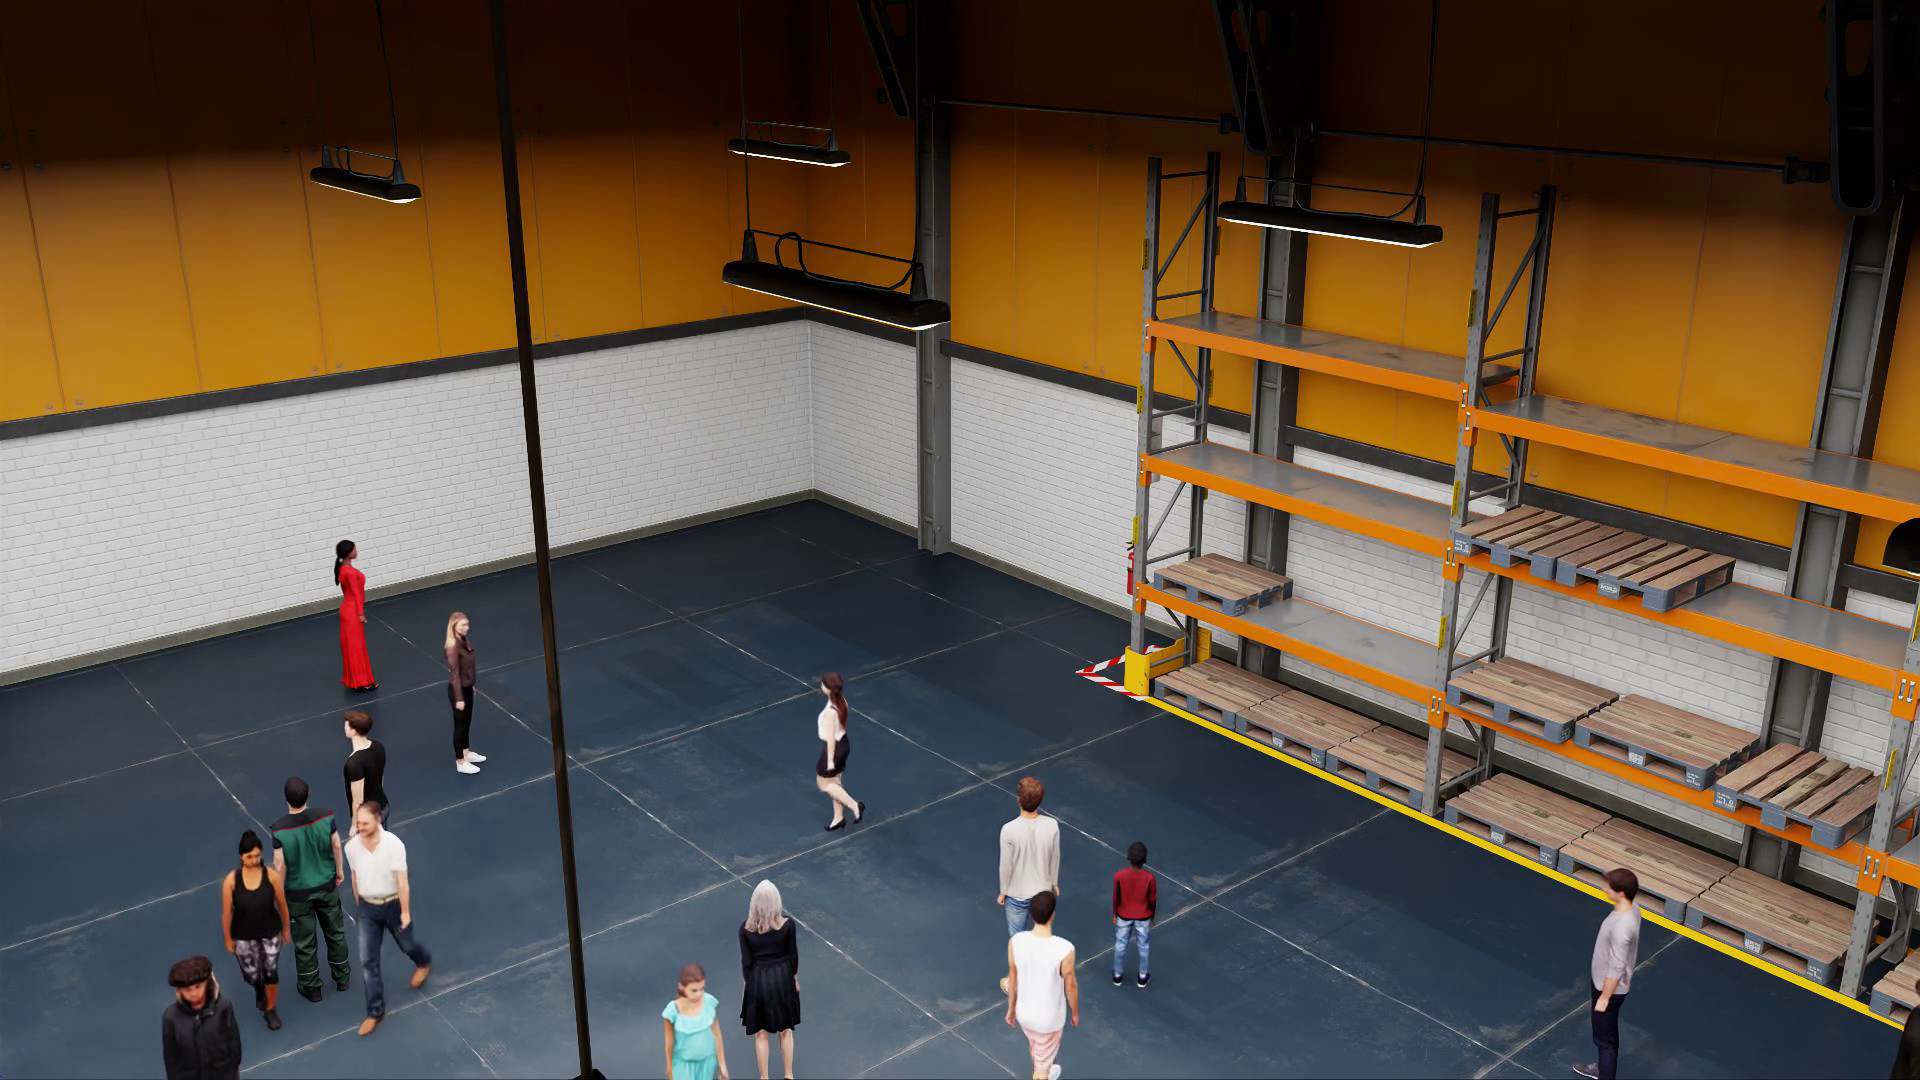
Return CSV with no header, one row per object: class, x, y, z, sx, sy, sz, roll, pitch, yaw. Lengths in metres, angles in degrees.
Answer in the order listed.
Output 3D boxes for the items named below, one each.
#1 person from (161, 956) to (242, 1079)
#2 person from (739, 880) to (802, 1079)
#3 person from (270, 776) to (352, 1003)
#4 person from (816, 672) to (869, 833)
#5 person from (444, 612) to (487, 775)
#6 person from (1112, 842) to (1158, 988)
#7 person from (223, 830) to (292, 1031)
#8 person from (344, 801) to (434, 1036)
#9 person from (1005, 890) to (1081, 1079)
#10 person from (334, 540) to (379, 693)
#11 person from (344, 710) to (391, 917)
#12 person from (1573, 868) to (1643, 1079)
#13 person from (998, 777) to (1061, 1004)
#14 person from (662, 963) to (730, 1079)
person,-5.024,3.524,11.043,0.686,1.762,0.726,-10,21,-26
person,-1.361,3.224,11.958,0.689,1.747,0.707,-4,19,-12
person,-5.139,2.737,13.161,0.663,1.901,0.559,-14,23,-36
person,-1.096,2.029,15.678,0.840,1.638,0.775,3,19,8
person,-5.109,1.540,17.027,0.728,1.703,0.656,1,19,2
person,1.399,3.006,13.378,0.573,1.252,0.636,2,19,6
person,-5.431,2.979,12.821,0.685,1.660,0.736,-11,22,-30
person,-4.436,2.832,13.007,1.226,1.819,1.221,3,19,9
person,0.534,3.342,11.601,1.171,1.750,1.006,9,21,25
person,-6.919,0.857,18.919,0.688,1.790,0.536,-13,23,-34
person,-5.077,2.344,14.334,0.808,1.896,0.757,2,19,7
person,4.682,3.177,11.945,0.709,1.842,0.735,8,20,22
person,0.549,2.753,13.107,0.742,1.905,0.734,-5,19,-13
person,-1.839,3.530,11.376,0.641,1.537,0.859,-10,21,-28
